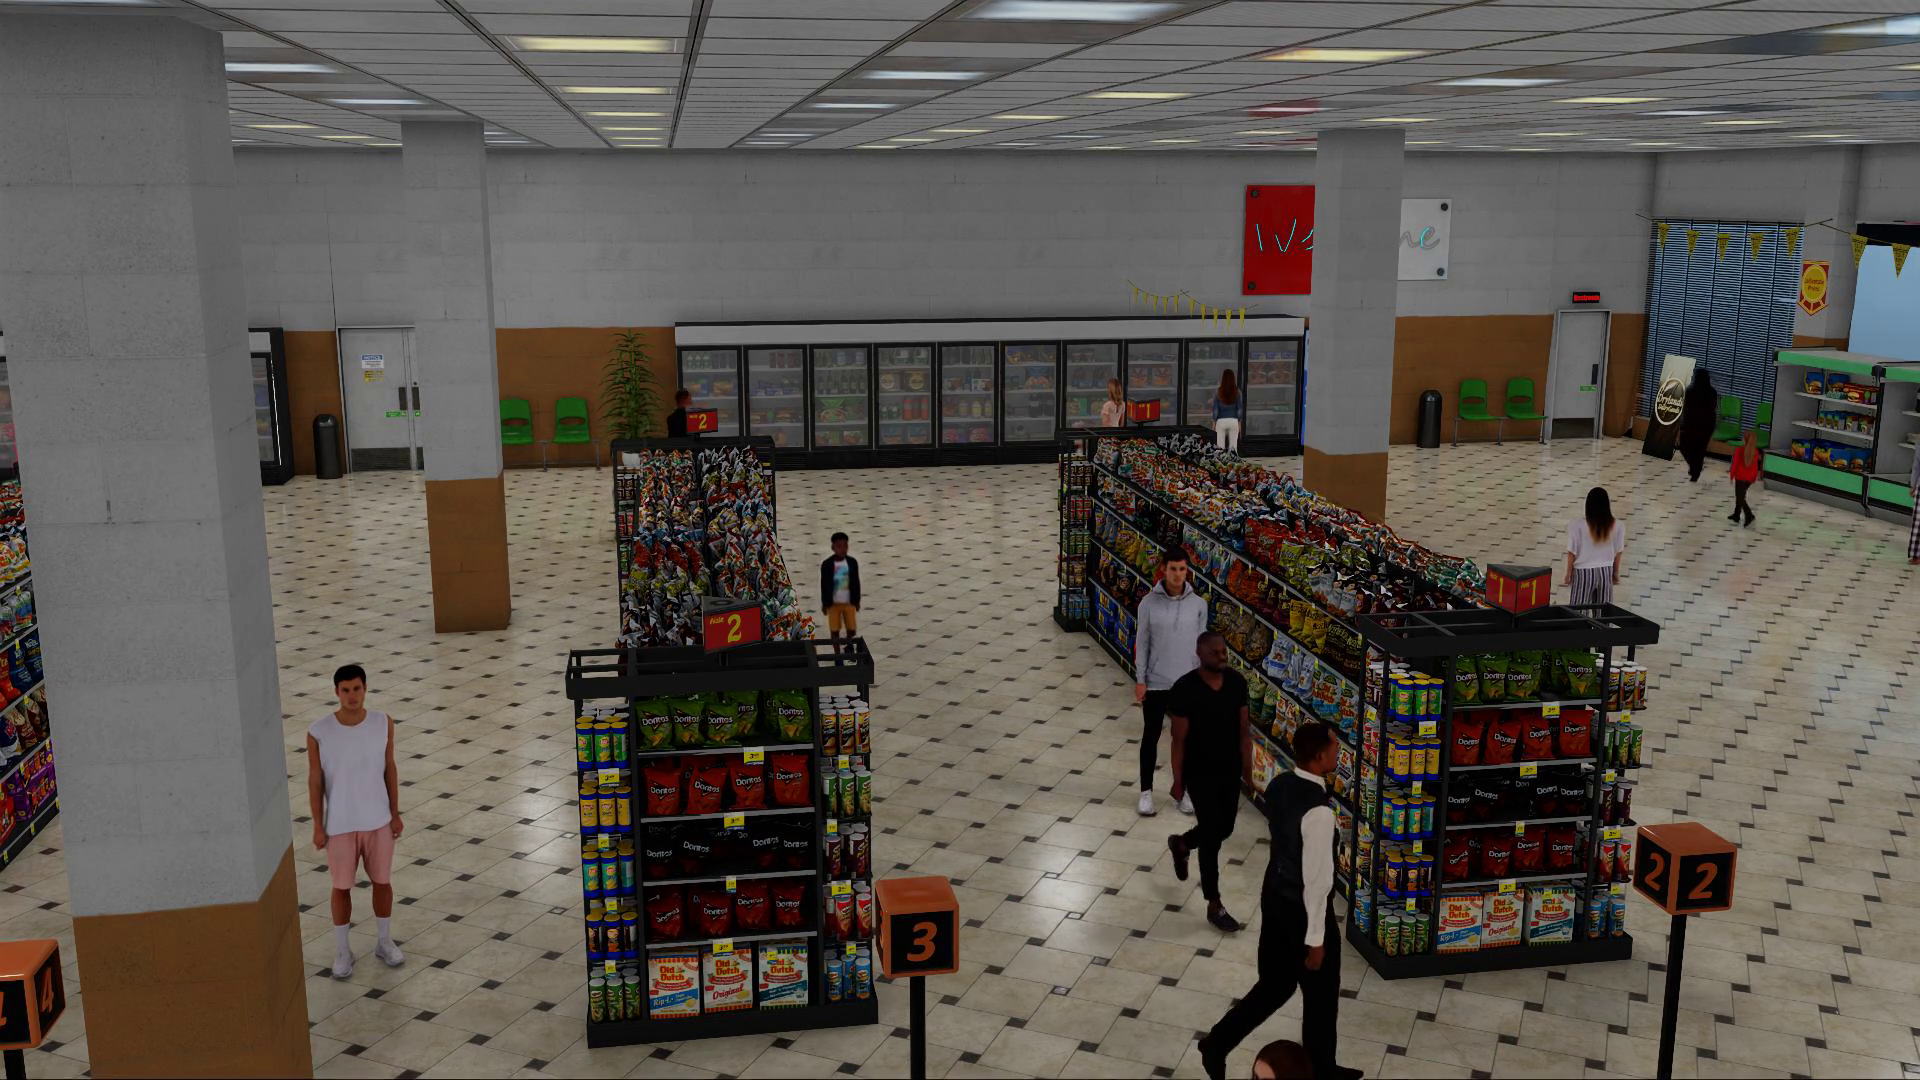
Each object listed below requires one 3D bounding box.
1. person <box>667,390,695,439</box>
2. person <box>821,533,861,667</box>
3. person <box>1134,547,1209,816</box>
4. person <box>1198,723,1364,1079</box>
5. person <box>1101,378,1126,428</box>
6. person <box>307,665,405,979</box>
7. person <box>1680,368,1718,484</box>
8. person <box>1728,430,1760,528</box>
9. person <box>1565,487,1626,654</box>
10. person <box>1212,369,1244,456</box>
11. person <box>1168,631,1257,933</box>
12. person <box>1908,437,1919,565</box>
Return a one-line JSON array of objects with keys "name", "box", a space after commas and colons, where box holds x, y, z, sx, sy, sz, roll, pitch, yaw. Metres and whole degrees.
[{"name": "person", "box": [-3.574, -0.919, 21.002, 0.907, 1.864, 1.160, -5, 13, -21]}, {"name": "person", "box": [-1.124, 0.542, 15.514, 0.532, 1.266, 0.565, -3, 12, -12]}, {"name": "person", "box": [1.485, 0.983, 11.813, 0.683, 1.930, 0.610, -1, 12, -6]}, {"name": "person", "box": [1.549, 1.801, 8.008, 0.885, 1.896, 1.095, -4, 13, -19]}, {"name": "person", "box": [2.127, -1.332, 23.049, 0.643, 1.830, 0.650, -10, 15, -38]}, {"name": "person", "box": [-3.409, 1.559, 9.419, 0.706, 1.789, 0.681, -6, 13, -27]}, {"name": "person", "box": [11.104, -1.680, 24.910, 0.700, 1.743, 0.821, -1, 12, -4]}, {"name": "person", "box": [10.344, -0.800, 21.891, 0.508, 1.265, 0.871, -2, 12, -8]}, {"name": "person", "box": [5.907, 0.328, 15.529, 0.737, 1.680, 0.701, 1, 12, 4]}, {"name": "person", "box": [4.087, -1.765, 25.411, 0.667, 1.703, 0.611, 1, 12, 6]}, {"name": "person", "box": [1.485, 1.409, 10.108, 0.844, 1.798, 1.153, -5, 13, -22]}, {"name": "person", "box": [11.502, -0.622, 19.639, 0.706, 1.845, 0.732, 6, 13, 26]}]
